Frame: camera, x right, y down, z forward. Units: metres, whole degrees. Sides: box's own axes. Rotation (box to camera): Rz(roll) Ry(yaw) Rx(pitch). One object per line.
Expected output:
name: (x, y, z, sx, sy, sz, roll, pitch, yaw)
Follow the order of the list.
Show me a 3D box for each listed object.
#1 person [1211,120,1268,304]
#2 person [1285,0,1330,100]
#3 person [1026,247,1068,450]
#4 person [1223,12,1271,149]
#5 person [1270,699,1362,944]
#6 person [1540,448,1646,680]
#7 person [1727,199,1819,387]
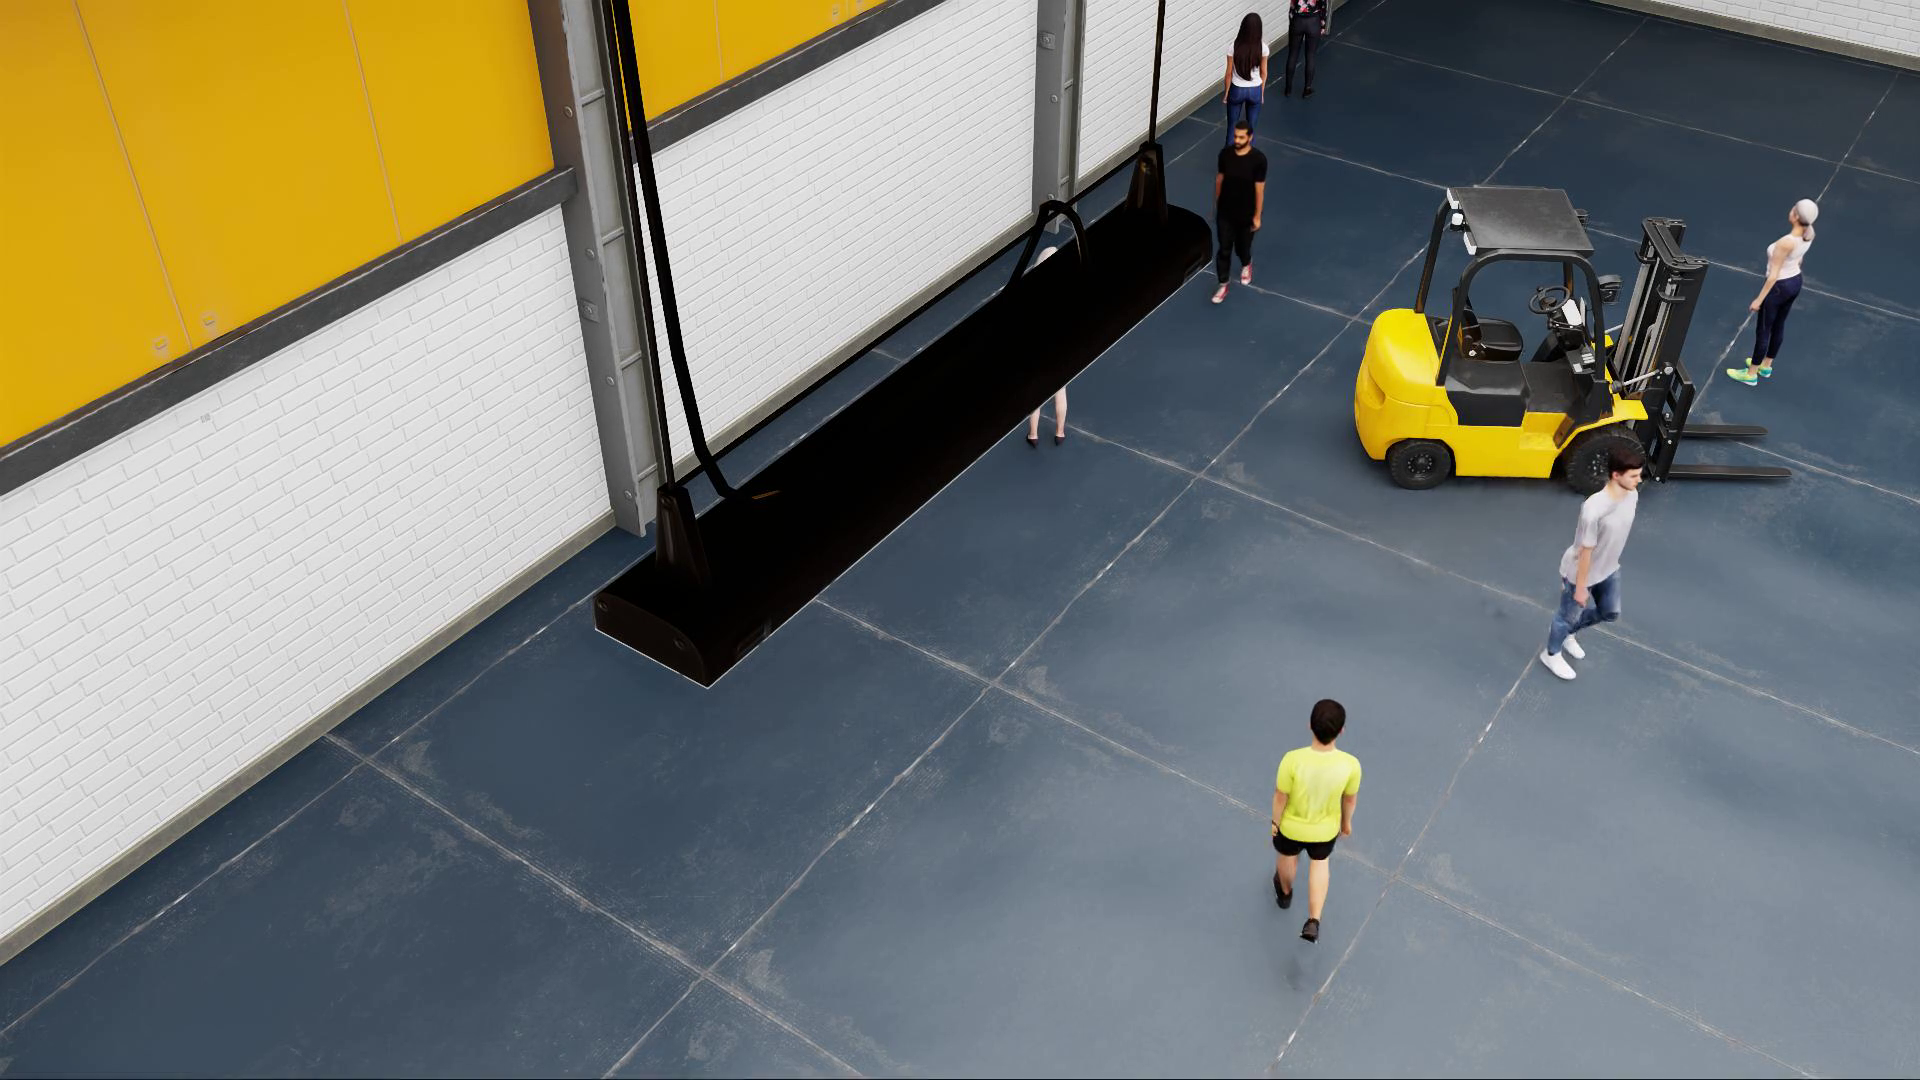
person: (2.581, -3.050, 15.313, 0.707, 1.746, 0.879, 17, 42, 20)
person: (3.929, -5.861, 18.881, 0.630, 1.684, 0.585, 13, 40, 16)
person: (0.710, -1.535, 13.348, 0.648, 1.830, 0.681, -2, 39, -2)
person: (2.949, -4.593, 17.221, 0.666, 1.775, 0.670, 4, 39, 5)
person: (1.996, 1.643, 9.480, 0.885, 1.691, 1.026, 3, 39, 4)
person: (4.196, 0.127, 11.230, 0.744, 1.876, 0.848, -22, 44, -26)
person: (6.989, -2.110, 14.171, 0.597, 1.702, 0.731, -22, 44, -25)
